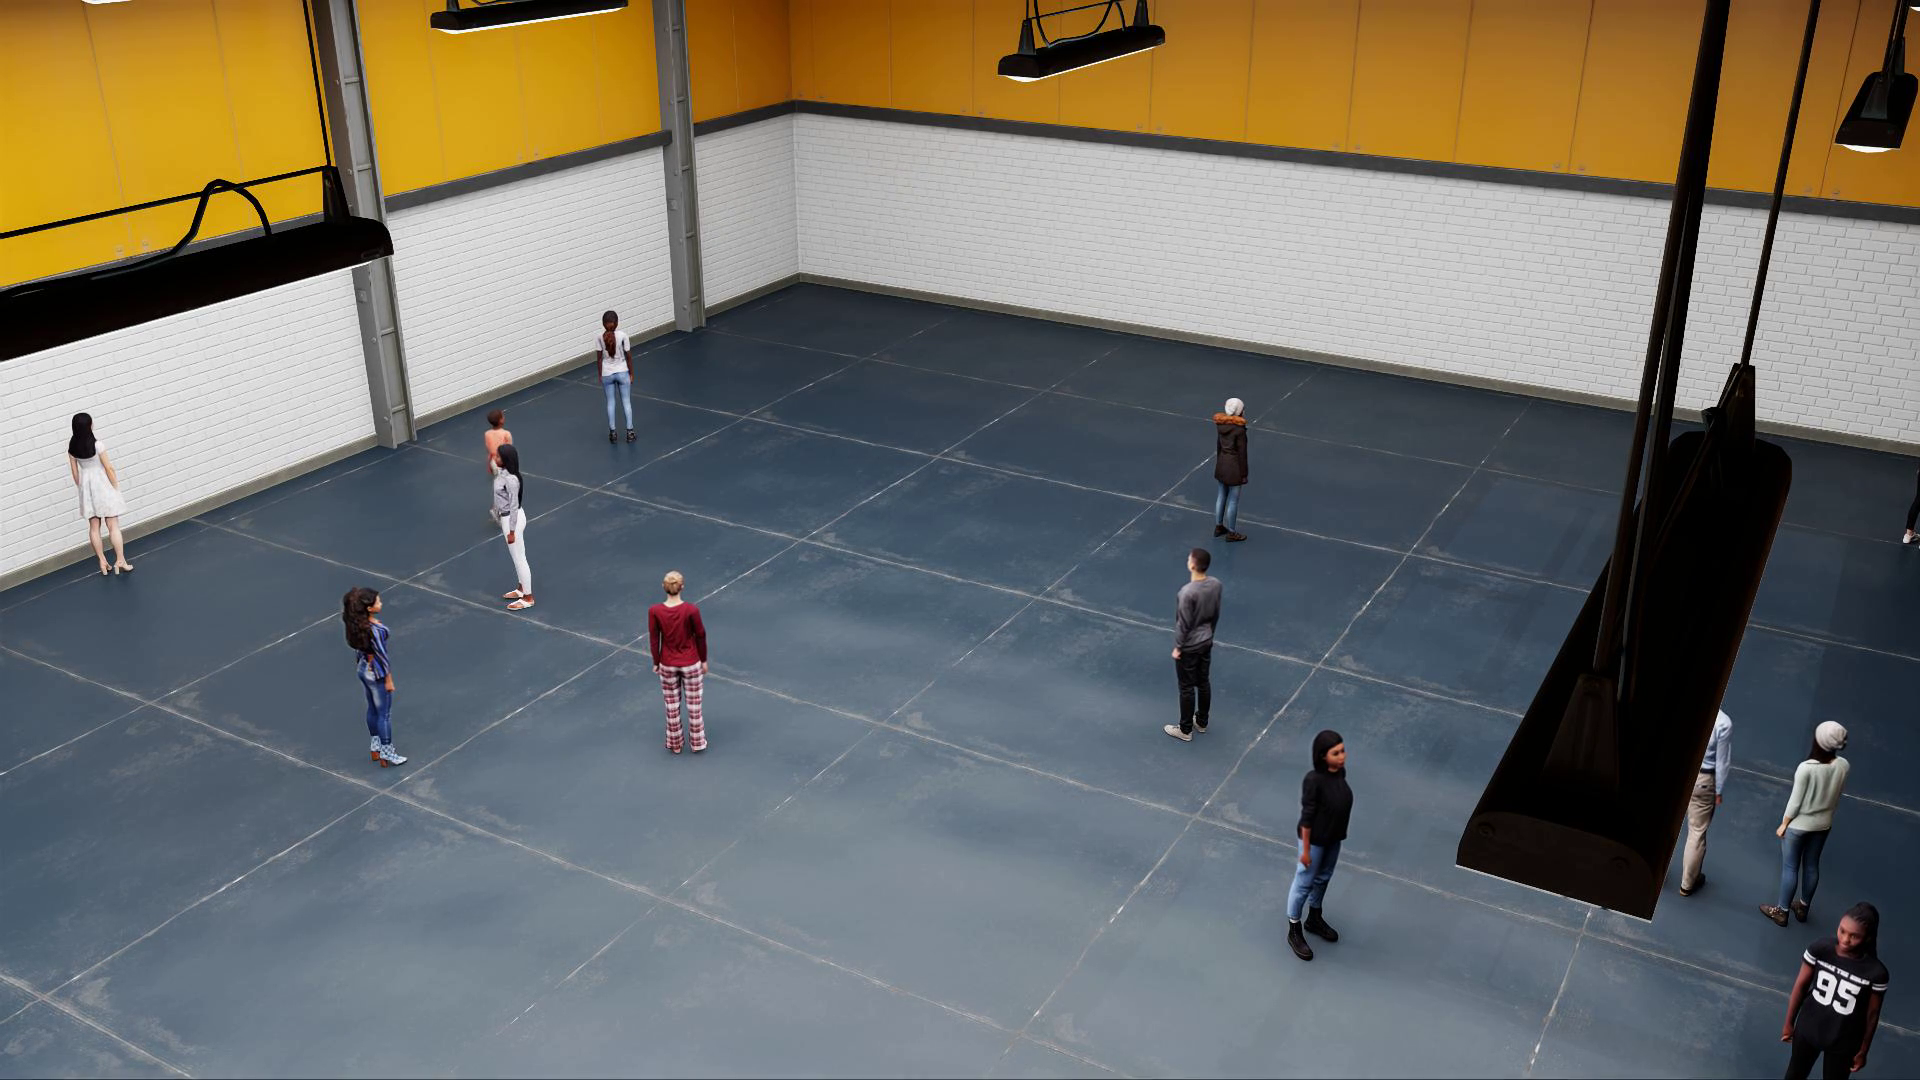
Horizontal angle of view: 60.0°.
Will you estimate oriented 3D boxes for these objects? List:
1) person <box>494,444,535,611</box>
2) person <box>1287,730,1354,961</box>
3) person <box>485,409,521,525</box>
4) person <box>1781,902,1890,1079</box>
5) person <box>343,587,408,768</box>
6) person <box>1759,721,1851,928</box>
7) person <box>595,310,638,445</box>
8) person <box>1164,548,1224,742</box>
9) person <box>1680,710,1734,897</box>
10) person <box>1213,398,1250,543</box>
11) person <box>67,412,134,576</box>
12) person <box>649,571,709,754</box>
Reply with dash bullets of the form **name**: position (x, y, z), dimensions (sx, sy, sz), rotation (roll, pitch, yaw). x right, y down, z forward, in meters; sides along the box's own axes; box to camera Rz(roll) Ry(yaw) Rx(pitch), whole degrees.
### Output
- **person**: position (-4.484, -0.157, 16.688), dimensions (0.712, 1.725, 0.672), rotation (-9, 25, -19)
- **person**: position (2.505, 2.084, 11.590), dimensions (0.593, 1.701, 0.708), rotation (-18, 29, -35)
- **person**: position (-5.183, -0.820, 18.745), dimensions (0.575, 1.293, 0.867), rotation (8, 25, 18)
- **person**: position (5.084, 2.884, 9.726), dimensions (0.657, 1.729, 0.617), rotation (20, 30, 38)
- **person**: position (-4.880, 1.124, 13.890), dimensions (0.665, 1.618, 0.686), rotation (-19, 30, -36)
- **person**: position (6.046, 2.003, 11.846), dimensions (0.638, 1.645, 0.692), rotation (-5, 24, -12)
- **person**: position (-4.370, -2.079, 21.092), dimensions (0.664, 1.719, 0.691), rotation (-2, 24, -5)
- **person**: position (2.015, 0.883, 14.263), dimensions (0.608, 1.761, 0.748), rotation (-17, 29, -34)
- **person**: position (5.345, 1.749, 12.174), dimensions (0.652, 1.848, 0.613), rotation (15, 28, 31)
- **person**: position (2.972, -0.783, 18.233), dimensions (0.764, 1.634, 0.738), rotation (-14, 27, -29)
- **person**: position (-9.009, -0.487, 17.381), dimensions (0.763, 1.774, 0.789), rotation (1, 24, 2)
- **person**: position (-2.362, 1.021, 14.028), dimensions (0.683, 1.698, 0.691), rotation (-1, 24, -3)
